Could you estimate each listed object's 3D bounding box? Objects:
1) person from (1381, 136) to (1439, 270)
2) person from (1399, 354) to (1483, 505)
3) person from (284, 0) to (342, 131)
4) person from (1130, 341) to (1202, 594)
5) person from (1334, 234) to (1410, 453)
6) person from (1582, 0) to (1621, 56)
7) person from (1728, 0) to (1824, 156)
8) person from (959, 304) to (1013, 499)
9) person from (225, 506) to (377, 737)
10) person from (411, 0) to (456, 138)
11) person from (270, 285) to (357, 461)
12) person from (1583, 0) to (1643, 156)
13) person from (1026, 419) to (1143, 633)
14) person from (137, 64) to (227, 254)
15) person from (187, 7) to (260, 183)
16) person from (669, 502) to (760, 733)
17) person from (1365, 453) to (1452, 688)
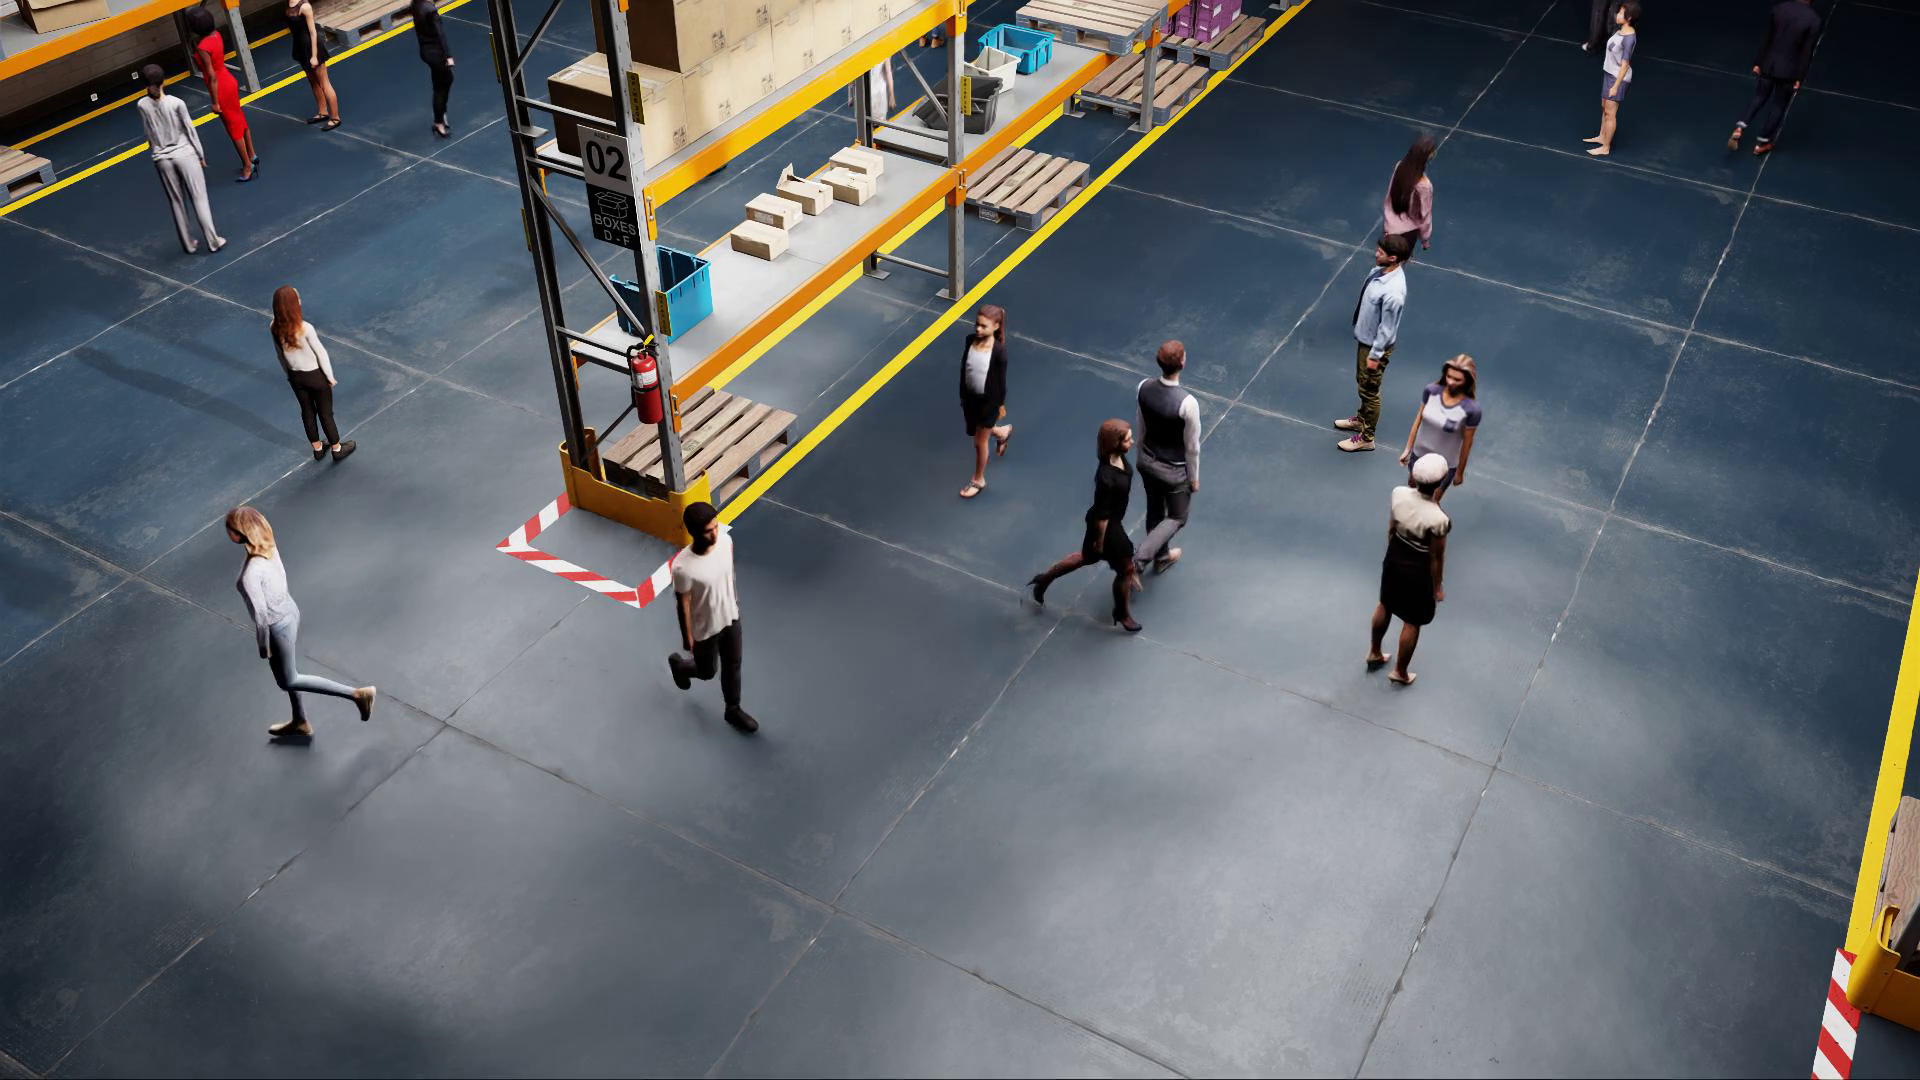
[{"bbox_3d":[3.617,-2.522,13.916,0.813,1.792,0.760,-14,41,-17],"label":"person"},{"bbox_3d":[3.329,-0.582,11.552,1.025,1.710,0.823,-27,46,-29],"label":"person"},{"bbox_3d":[-6.747,-5.098,17.228,0.627,1.684,0.629,31,48,33],"label":"person"},{"bbox_3d":[1.345,-0.468,11.239,1.054,1.924,0.839,-30,48,-32],"label":"person"},{"bbox_3d":[3.161,-1.505,12.628,0.811,1.811,0.652,4,39,6],"label":"person"},{"bbox_3d":[7.354,-6.306,18.597,0.835,1.864,0.888,-5,39,-7],"label":"person"},{"bbox_3d":[8.130,-4.671,16.600,1.044,1.801,0.907,-25,45,-28],"label":"person"},{"bbox_3d":[0.213,-1.091,12.322,0.638,1.544,0.935,27,46,30],"label":"person"},{"bbox_3d":[-4.050,0.539,10.089,0.995,1.785,0.997,-3,39,-4],"label":"person"},{"bbox_3d":[-5.443,-4.908,16.982,0.705,1.694,0.712,-28,47,-31],"label":"person"},{"bbox_3d":[-4.934,-1.249,12.569,0.600,1.485,0.593,6,39,8],"label":"person"},{"bbox_3d":[6.625,-4.678,16.798,0.692,1.565,0.565,7,39,8],"label":"person"},{"bbox_3d":[0.873,-0.093,10.968,0.899,1.676,1.055,6,39,8],"label":"person"},{"bbox_3d":[-7.107,-3.440,15.085,0.681,1.768,0.715,-4,39,-5],"label":"person"},{"bbox_3d":[-7.184,-4.359,16.255,0.708,1.744,0.608,-2,39,-2],"label":"person"},{"bbox_3d":[-1.585,0.445,10.269,0.782,1.707,0.912,26,45,28],"label":"person"},{"bbox_3d":[2.824,0.203,10.539,0.710,1.749,0.710,-20,43,-23],"label":"person"}]
